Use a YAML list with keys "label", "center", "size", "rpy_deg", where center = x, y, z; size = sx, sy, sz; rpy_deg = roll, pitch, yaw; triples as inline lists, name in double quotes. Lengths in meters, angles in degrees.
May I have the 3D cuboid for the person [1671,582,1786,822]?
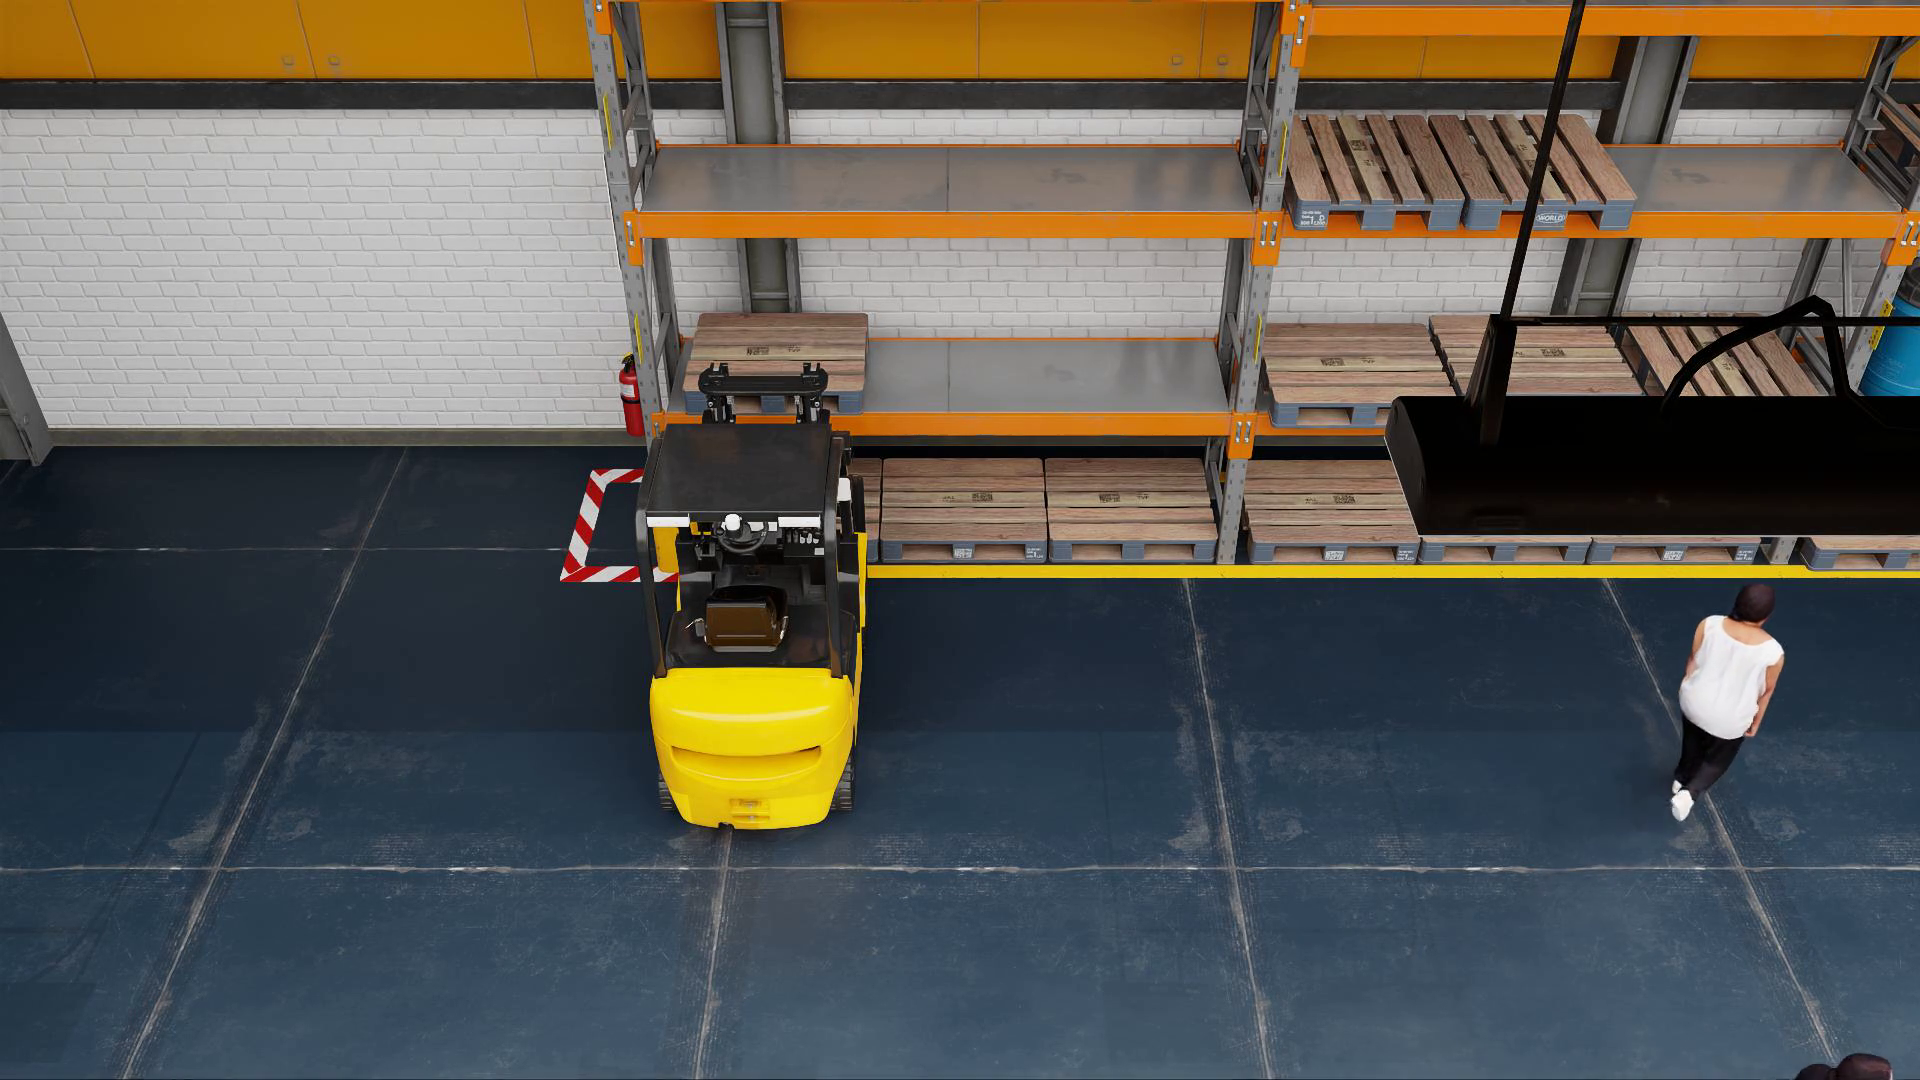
- label: "person"
  center: [4.411, 0.957, 9.698]
  size: [1.002, 1.674, 0.933]
  rpy_deg: [-29, 47, -32]
